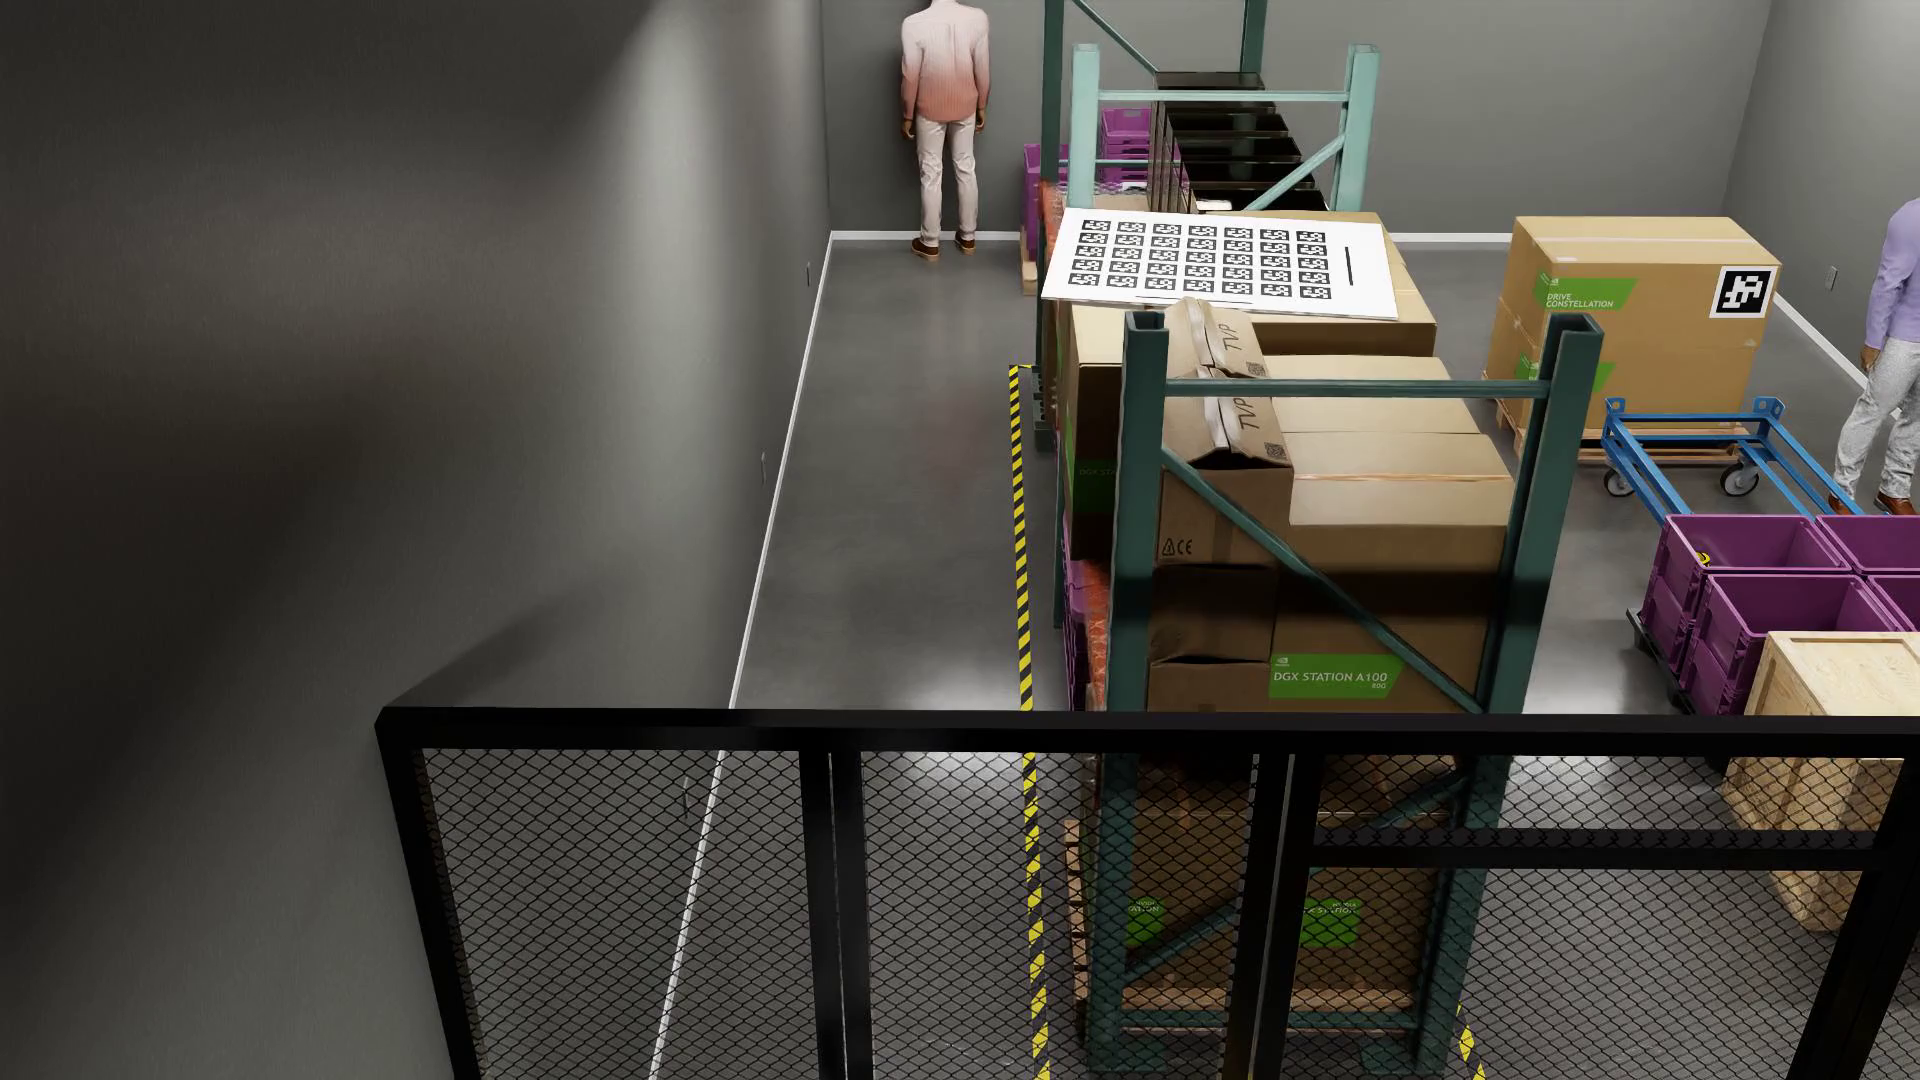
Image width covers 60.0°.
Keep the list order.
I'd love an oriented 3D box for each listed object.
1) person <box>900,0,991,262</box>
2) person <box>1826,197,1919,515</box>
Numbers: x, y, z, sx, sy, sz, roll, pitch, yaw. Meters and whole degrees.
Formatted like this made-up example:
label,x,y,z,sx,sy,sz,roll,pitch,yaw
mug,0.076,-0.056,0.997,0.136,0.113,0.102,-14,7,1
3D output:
label,x,y,z,sx,sy,sz,roll,pitch,yaw
person,-0.102,-2.815,10.837,0.622,1.994,0.381,-13,33,-20
person,4.532,-0.945,7.784,0.630,1.940,0.372,-1,31,-2
